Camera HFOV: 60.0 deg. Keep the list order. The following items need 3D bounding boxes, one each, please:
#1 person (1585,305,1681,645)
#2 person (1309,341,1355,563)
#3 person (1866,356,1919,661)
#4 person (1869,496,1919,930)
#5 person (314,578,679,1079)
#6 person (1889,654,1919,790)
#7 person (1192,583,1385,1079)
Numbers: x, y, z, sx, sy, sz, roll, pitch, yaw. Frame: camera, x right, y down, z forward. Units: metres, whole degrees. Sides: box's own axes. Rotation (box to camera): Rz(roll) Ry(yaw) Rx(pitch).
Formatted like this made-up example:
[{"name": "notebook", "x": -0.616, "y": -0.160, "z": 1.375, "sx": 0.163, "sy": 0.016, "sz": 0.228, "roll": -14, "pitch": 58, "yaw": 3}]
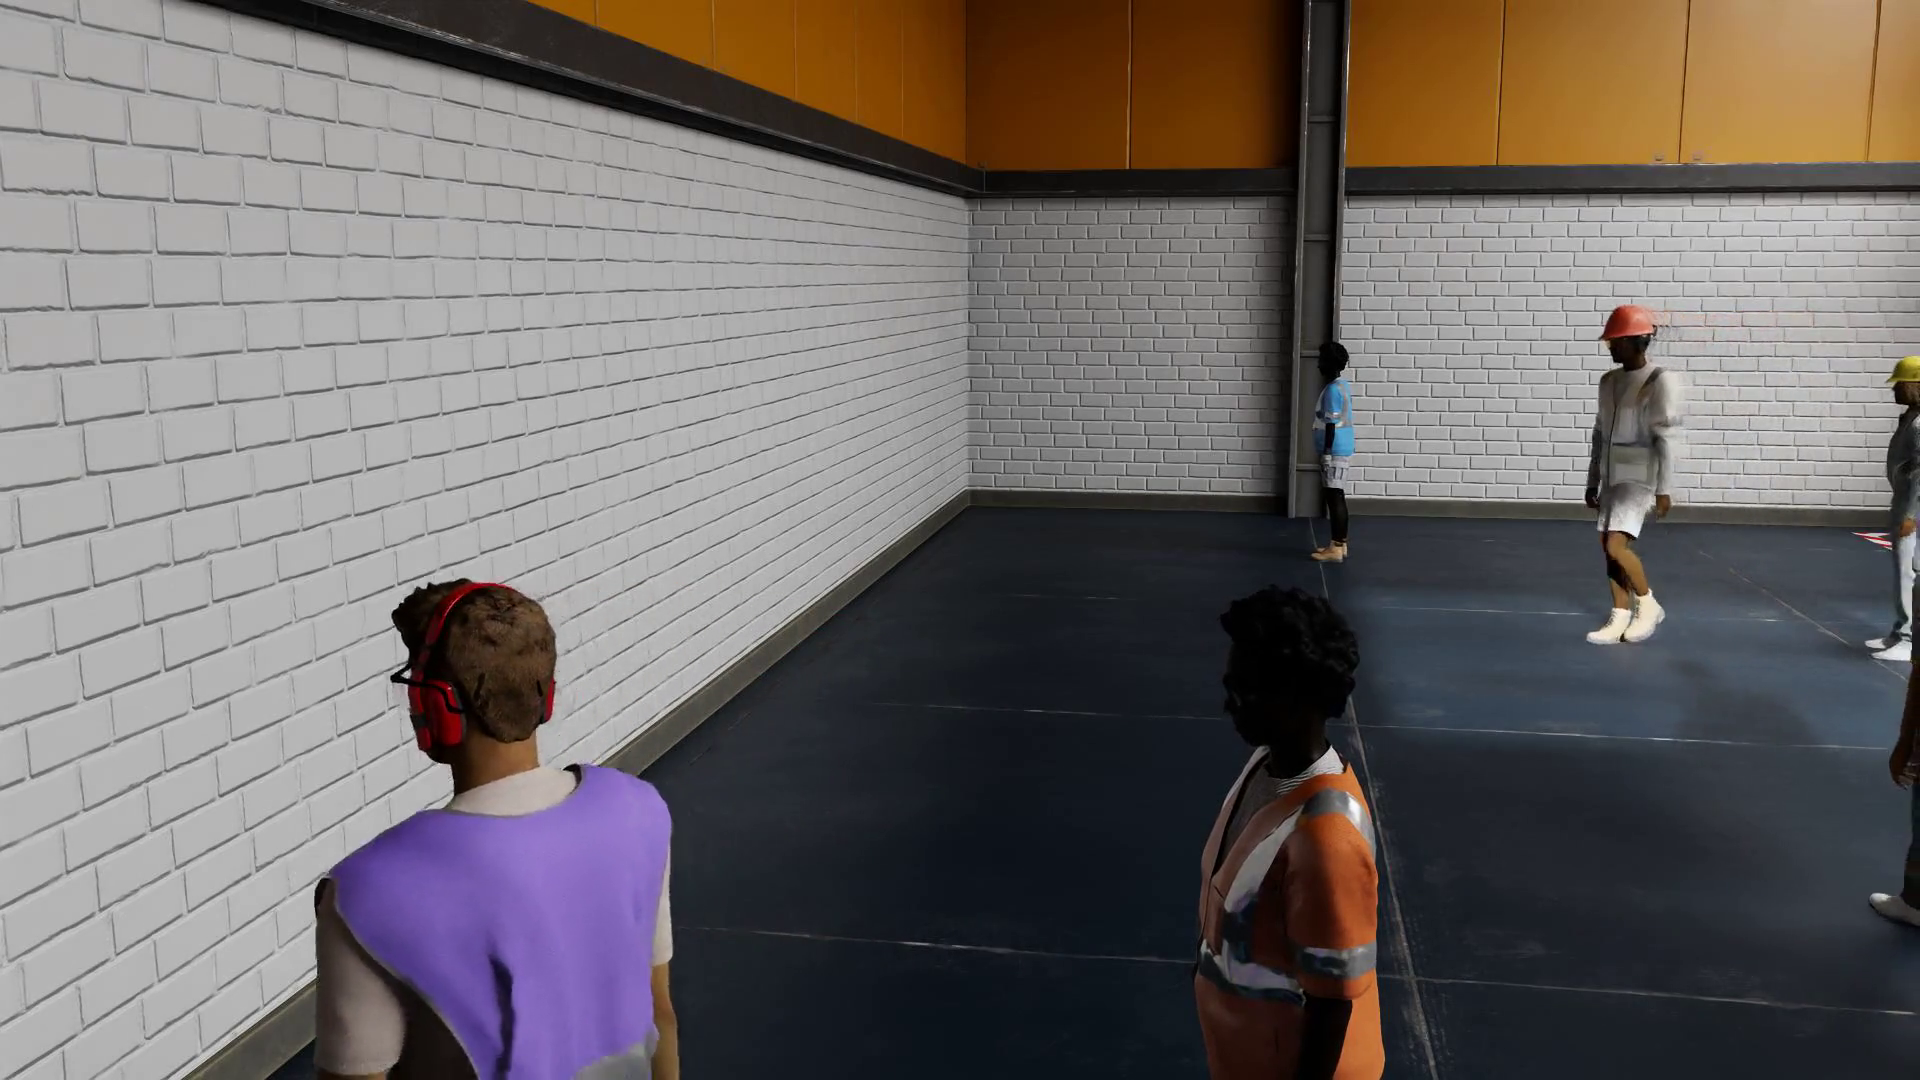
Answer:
[{"name": "person", "x": 3.901, "y": -0.363, "z": 9.791, "sx": 0.428, "sy": 2.023, "sz": 0.631, "roll": -3, "pitch": 10, "yaw": -16}, {"name": "person", "x": 2.862, "y": -0.674, "z": 12.759, "sx": 0.321, "sy": 1.689, "sz": 0.530, "roll": 3, "pitch": 10, "yaw": 16}, {"name": "person", "x": 5.413, "y": -0.180, "z": 9.527, "sx": 0.324, "sy": 1.740, "sz": 0.492, "roll": 4, "pitch": 10, "yaw": 23}, {"name": "person", "x": 3.430, "y": 0.378, "z": 5.576, "sx": 0.594, "sy": 1.894, "sz": 0.548, "roll": -1, "pitch": 9, "yaw": -8}, {"name": "person", "x": -0.615, "y": 0.950, "z": 2.342, "sx": 0.958, "sy": 1.804, "sz": 0.590, "roll": 5, "pitch": 11, "yaw": 30}, {"name": "person", "x": 2.828, "y": 0.606, "z": 4.452, "sx": 0.565, "sy": 1.803, "sz": 0.867, "roll": 5, "pitch": 10, "yaw": 28}, {"name": "person", "x": 0.560, "y": 0.912, "z": 2.892, "sx": 0.318, "sy": 1.696, "sz": 0.533, "roll": 0, "pitch": 9, "yaw": -2}]
